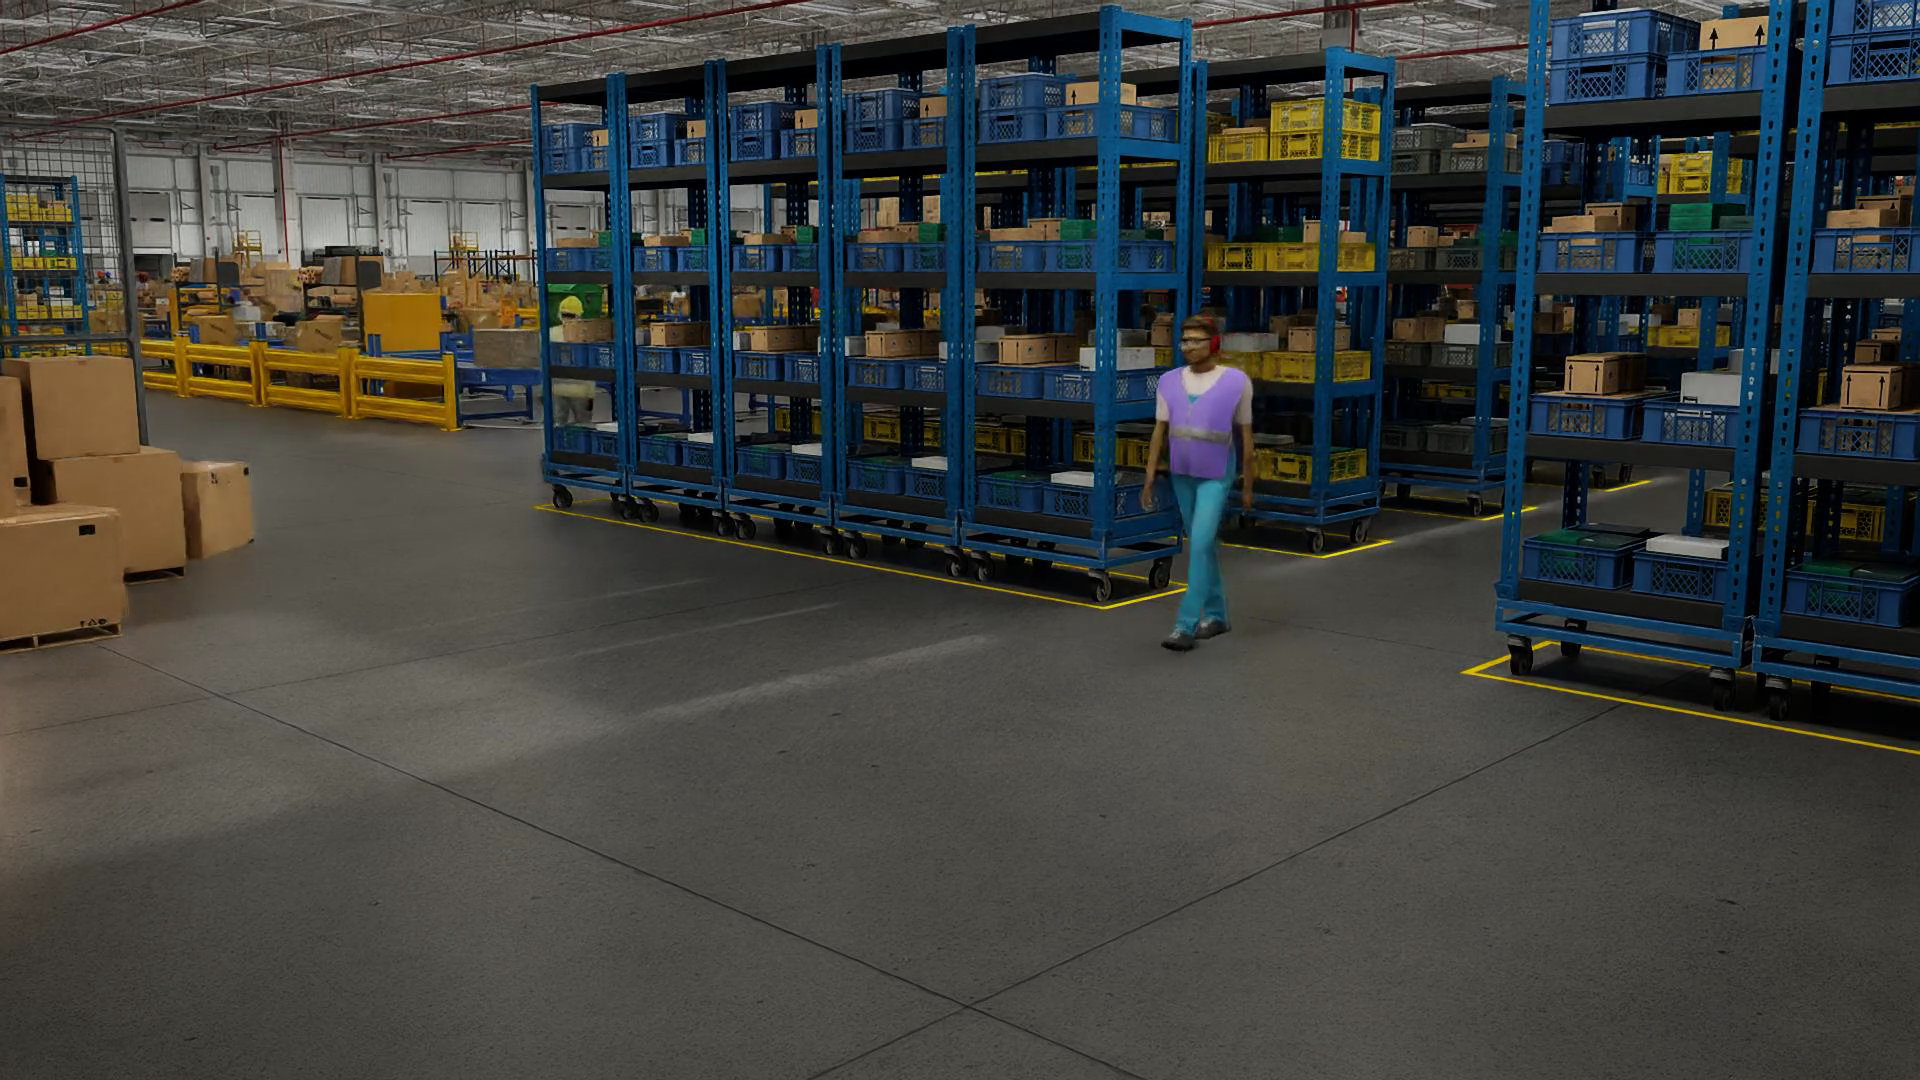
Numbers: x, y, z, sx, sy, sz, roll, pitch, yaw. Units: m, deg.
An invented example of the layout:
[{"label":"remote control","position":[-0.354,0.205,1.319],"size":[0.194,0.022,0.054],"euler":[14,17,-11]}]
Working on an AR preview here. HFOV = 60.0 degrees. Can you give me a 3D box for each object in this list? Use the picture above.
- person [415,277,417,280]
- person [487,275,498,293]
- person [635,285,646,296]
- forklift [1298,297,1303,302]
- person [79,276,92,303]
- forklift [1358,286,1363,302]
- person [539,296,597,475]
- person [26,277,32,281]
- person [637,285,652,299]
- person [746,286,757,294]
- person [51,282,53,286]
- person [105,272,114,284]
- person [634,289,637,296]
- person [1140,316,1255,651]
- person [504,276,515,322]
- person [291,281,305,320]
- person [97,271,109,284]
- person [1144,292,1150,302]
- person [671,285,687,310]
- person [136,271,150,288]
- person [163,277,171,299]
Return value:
[{"label":"person","position":[-28.121,-12.738,85.742],"size":[0.619,1.662,0.407],"euler":[2,10,14]},{"label":"person","position":[-22.548,-11.889,80.263],"size":[0.532,1.768,0.331],"euler":[-3,10,-19]},{"label":"person","position":[-11.675,-8.793,61.200],"size":[0.838,1.790,0.602],"euler":[-1,9,-7]},{"label":"forklift","position":[10.730,-8.313,54.913],"size":[1.129,2.768,1.873],"euler":[9,13,43]},{"label":"person","position":[-29.682,-8.052,56.456],"size":[0.328,1.861,0.502],"euler":[2,9,13]},{"label":"forklift","position":[11.100,-7.017,46.970],"size":[1.873,2.768,1.129],"euler":[9,13,43]},{"label":"person","position":[-3.848,-1.482,16.306],"size":[0.596,1.813,0.700],"euler":[1,9,8]},{"label":"person","position":[-42.915,-11.410,76.783],"size":[0.374,1.939,0.545],"euler":[-9,13,-43]},{"label":"person","position":[-11.810,-9.070,62.121],"size":[0.591,2.000,0.696],"euler":[-6,11,-33]},{"label":"person","position":[-9.144,-10.852,73.400],"size":[0.551,1.937,0.389],"euler":[-1,9,-6]},{"label":"person","position":[-38.935,-10.407,70.811],"size":[0.593,1.878,0.973],"euler":[7,11,35]},{"label":"person","position":[-38.289,-11.096,74.825],"size":[0.389,1.948,0.605],"euler":[4,10,21]},{"label":"person","position":[-16.835,-12.800,85.717],"size":[0.970,1.796,0.540],"euler":[1,9,4]},{"label":"person","position":[1.249,-0.307,9.087],"size":[0.581,1.804,0.889],"euler":[8,12,39]},{"label":"person","position":[-15.751,-8.341,58.345],"size":[0.947,1.818,0.533],"euler":[-7,11,-35]},{"label":"person","position":[-17.743,-6.067,44.588],"size":[0.429,1.749,0.539],"euler":[-7,12,-37]},{"label":"person","position":[-33.878,-9.639,65.778],"size":[0.608,1.986,0.389],"euler":[5,11,29]},{"label":"person","position":[7.027,-9.022,62.876],"size":[0.321,1.695,0.537],"euler":[1,9,6]},{"label":"person","position":[-8.456,-6.990,50.512],"size":[0.548,1.654,0.840],"euler":[-9,13,-43]},{"label":"person","position":[-25.907,-7.476,52.512],"size":[0.514,1.990,0.763],"euler":[2,9,11]},{"label":"person","position":[-36.304,-11.170,76.015],"size":[0.456,1.712,0.582],"euler":[0,9,-1]}]
